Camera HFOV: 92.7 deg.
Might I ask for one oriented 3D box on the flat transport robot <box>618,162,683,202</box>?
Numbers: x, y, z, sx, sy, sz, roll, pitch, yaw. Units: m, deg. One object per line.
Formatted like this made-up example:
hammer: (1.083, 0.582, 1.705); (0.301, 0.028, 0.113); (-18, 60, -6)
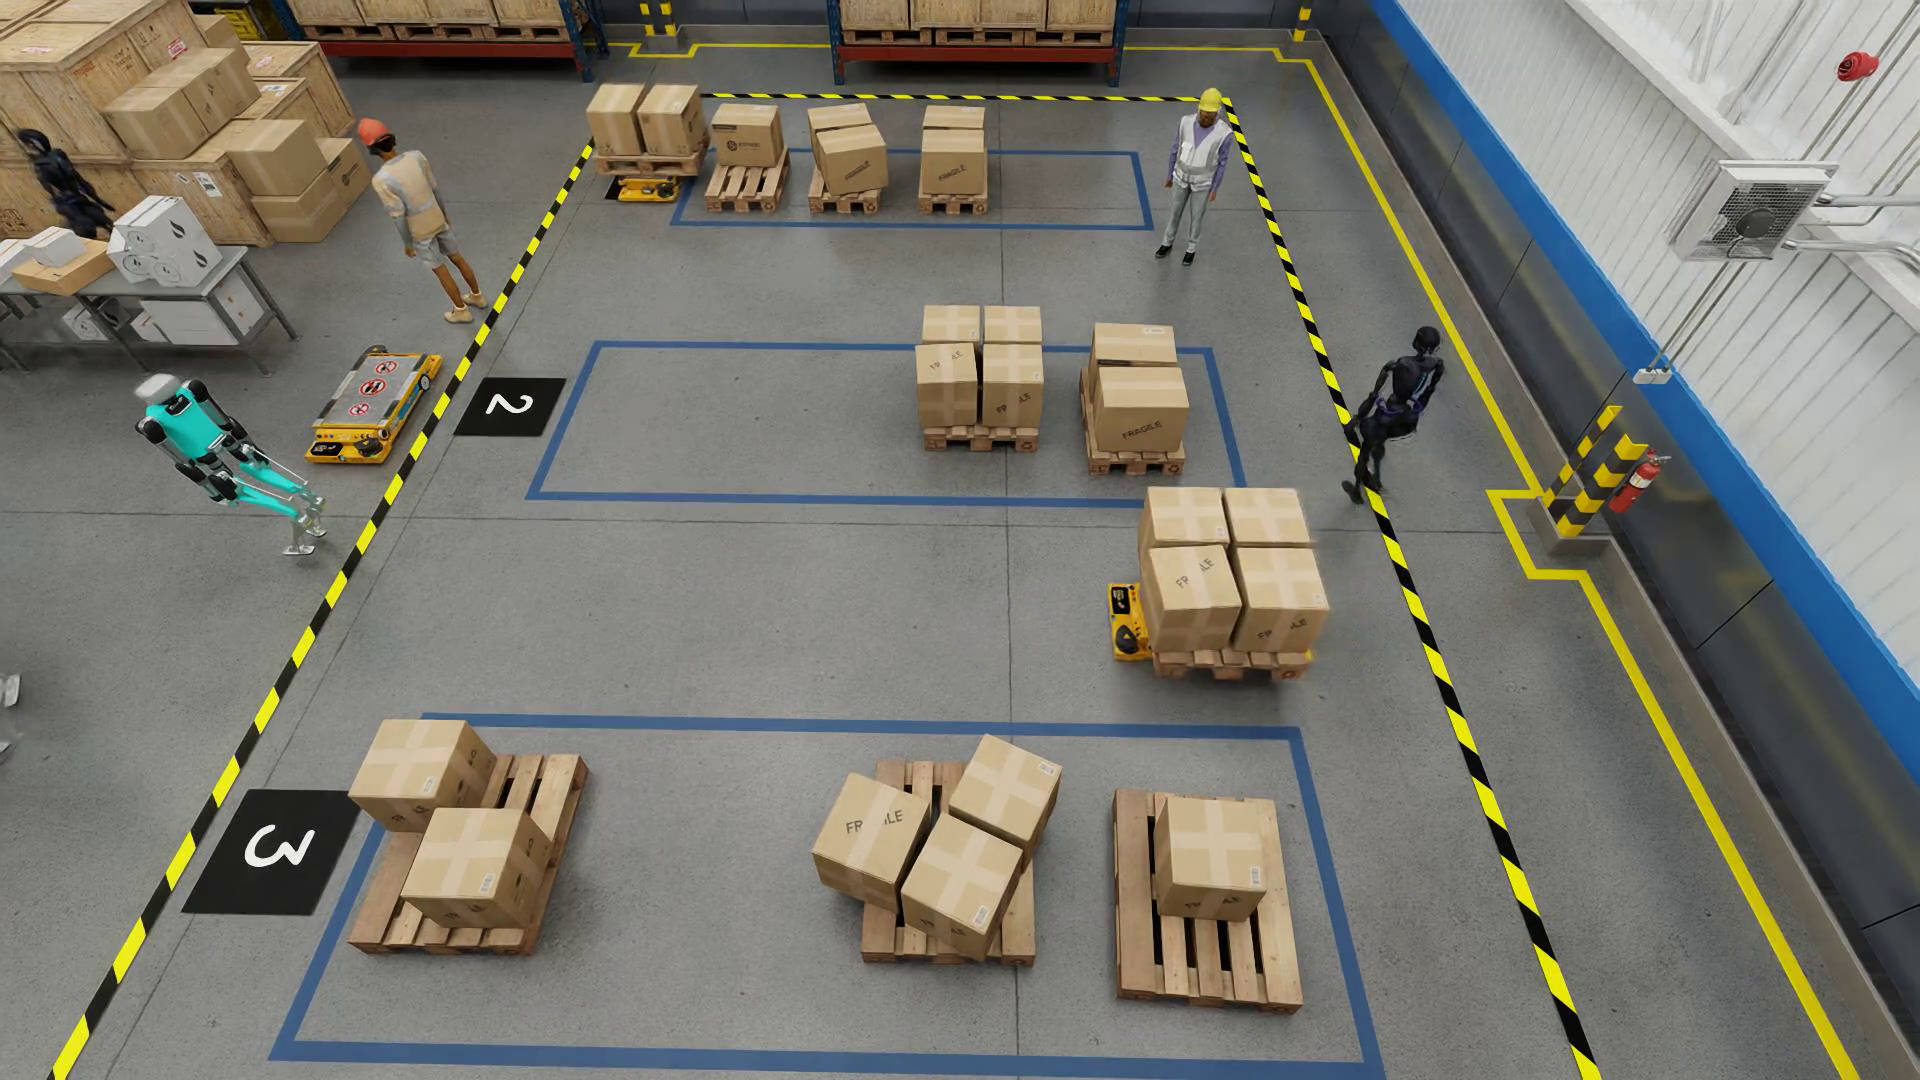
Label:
flat transport robot: (-3.703, -4.605, 11.245); (0.652, 0.197, 1.431); (1, 50, 1)

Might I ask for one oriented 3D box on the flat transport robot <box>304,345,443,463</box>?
flat transport robot: (-5.383, -1.269, 8.441); (0.659, 0.231, 1.431); (1, 50, 1)

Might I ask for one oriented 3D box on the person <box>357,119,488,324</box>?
person: (-5.126, -2.994, 8.747); (0.396, 2.032, 0.604); (15, 51, 13)

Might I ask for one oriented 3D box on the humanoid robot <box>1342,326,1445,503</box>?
humanoid robot: (3.399, -0.972, 7.270); (0.610, 1.646, 0.375); (-8, 50, -6)

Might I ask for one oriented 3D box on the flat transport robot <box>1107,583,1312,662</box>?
flat transport robot: (1.854, 0.582, 6.856); (1.431, 0.197, 0.652); (1, 50, 1)

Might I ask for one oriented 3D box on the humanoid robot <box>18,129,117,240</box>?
humanoid robot: (-8.918, -3.364, 9.320); (0.785, 1.621, 0.609); (-9, 50, -7)

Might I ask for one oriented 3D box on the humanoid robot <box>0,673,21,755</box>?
humanoid robot: (-6.677, 0.696, 5.817); (0.543, 1.739, 0.967); (-9, 50, -8)

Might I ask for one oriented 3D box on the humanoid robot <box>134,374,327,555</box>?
humanoid robot: (-5.190, -0.495, 6.739); (0.735, 1.672, 0.533); (8, 50, 7)

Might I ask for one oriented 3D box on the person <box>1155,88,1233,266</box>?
person: (2.417, -3.746, 9.509); (0.595, 1.837, 0.404); (24, 54, 19)
